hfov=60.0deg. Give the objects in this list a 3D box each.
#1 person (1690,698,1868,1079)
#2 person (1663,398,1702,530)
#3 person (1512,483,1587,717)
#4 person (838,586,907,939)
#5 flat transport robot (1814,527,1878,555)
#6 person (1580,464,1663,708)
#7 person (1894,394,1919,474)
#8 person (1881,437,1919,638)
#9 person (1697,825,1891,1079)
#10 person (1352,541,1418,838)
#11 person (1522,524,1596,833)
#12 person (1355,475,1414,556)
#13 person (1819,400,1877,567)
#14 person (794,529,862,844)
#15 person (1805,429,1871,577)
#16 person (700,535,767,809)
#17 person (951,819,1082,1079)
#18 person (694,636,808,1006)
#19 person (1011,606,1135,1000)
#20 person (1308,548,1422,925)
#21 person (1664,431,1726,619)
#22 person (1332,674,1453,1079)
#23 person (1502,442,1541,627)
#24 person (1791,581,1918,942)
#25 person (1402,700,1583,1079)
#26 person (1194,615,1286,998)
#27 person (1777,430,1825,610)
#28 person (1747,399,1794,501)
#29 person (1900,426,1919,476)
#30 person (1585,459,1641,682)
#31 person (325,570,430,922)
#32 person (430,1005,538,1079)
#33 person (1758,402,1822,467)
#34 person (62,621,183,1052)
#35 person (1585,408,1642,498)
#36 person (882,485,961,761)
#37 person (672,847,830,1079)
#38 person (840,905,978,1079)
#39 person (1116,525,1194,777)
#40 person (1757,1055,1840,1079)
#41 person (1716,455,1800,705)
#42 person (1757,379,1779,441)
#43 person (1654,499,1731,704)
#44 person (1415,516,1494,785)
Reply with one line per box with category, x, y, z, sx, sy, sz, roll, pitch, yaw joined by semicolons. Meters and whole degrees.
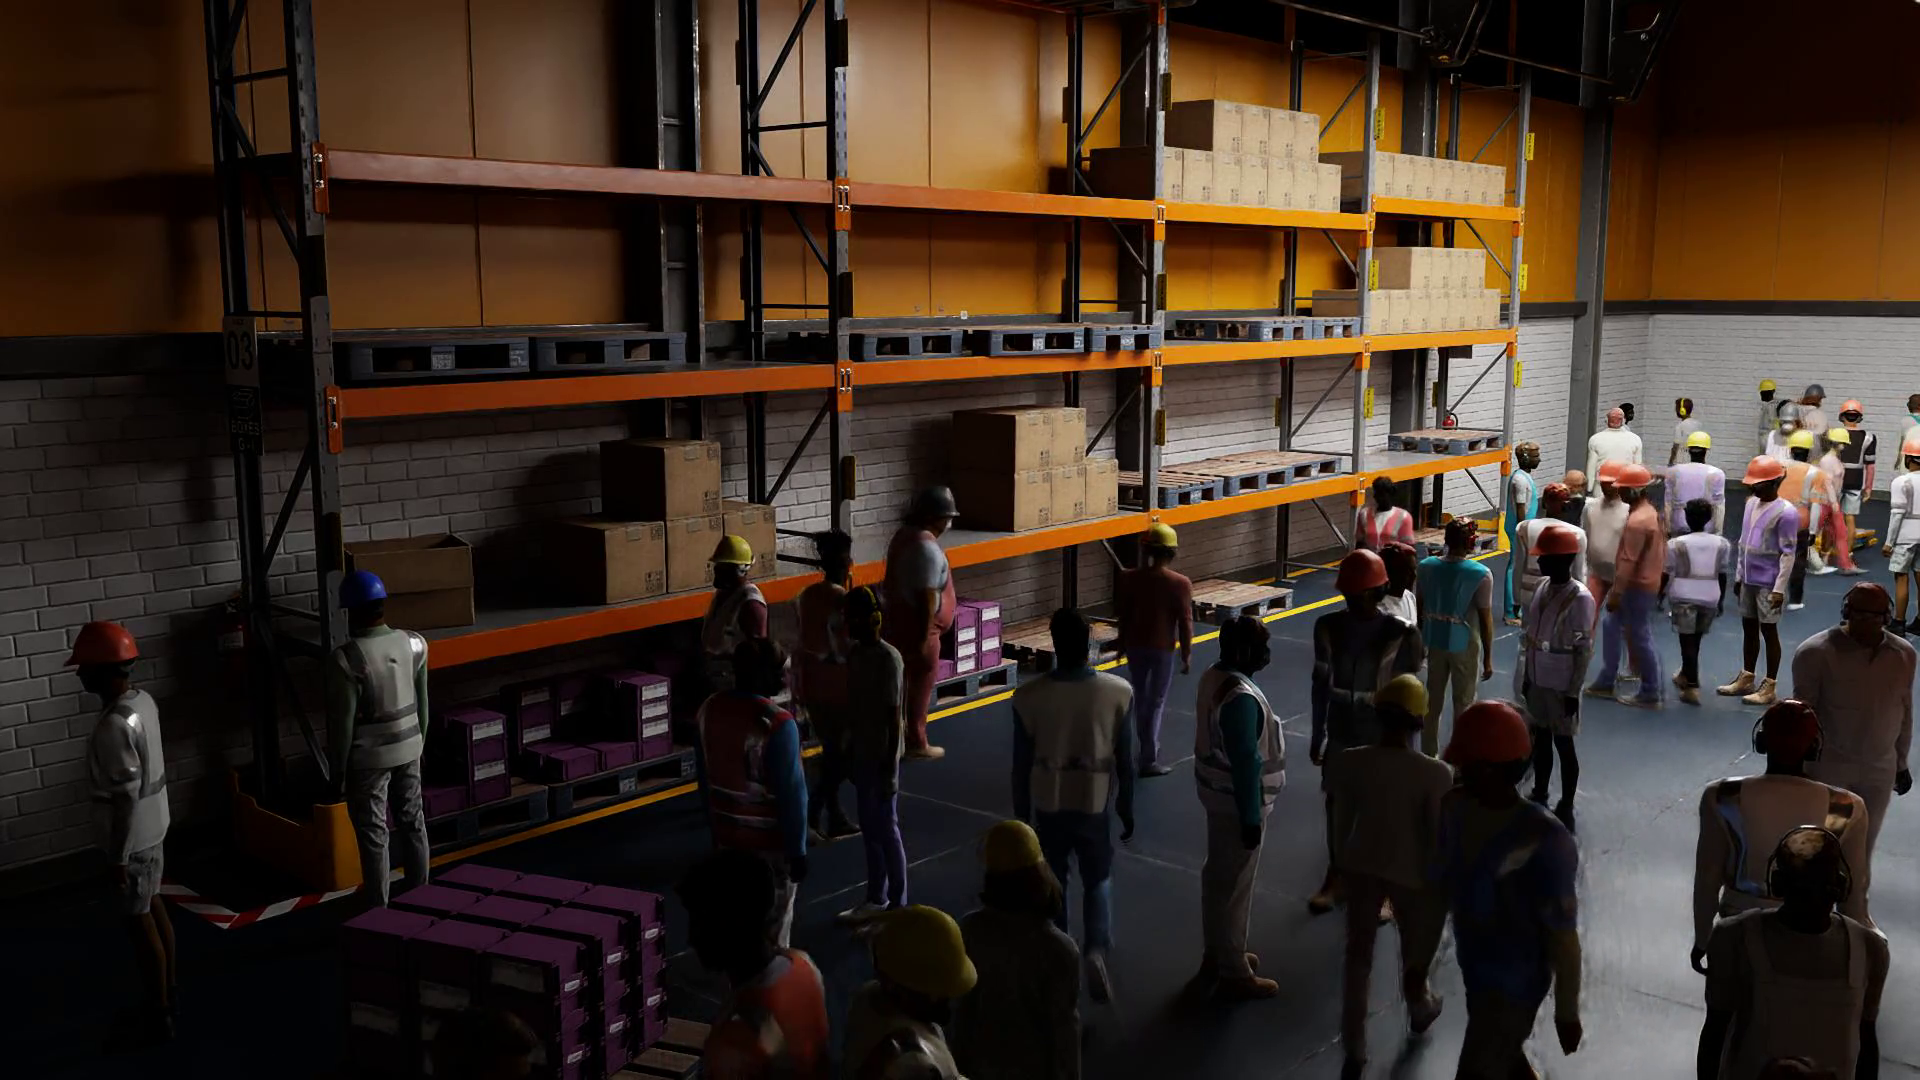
person;3.063;1.523;6.265;0.575;1.882;0.361;4;10;24
person;9.904;-1.020;22.741;0.562;1.854;0.433;-5;10;-29
person;4.581;0.490;12.966;0.583;1.877;0.366;8;12;43
person;-0.457;1.154;8.734;0.328;1.861;0.501;-6;10;-32
flat transport robot;11.181;-0.014;21.353;1.431;0.197;0.652;-8;12;-42
person;5.333;0.365;13.437;0.813;1.964;0.642;5;10;27
person;13.550;-1.154;23.653;0.520;1.843;0.330;-2;9;-11
person;9.166;-0.023;16.053;0.542;1.939;0.362;-2;9;-11
person;2.481;1.740;4.985;0.520;1.844;0.330;1;9;9
person;2.574;0.941;10.009;0.337;1.882;0.583;7;11;38
person;3.676;0.863;10.341;0.362;1.938;0.545;-3;9;-17
person;3.836;0.246;15.114;0.553;1.682;0.491;5;10;31
person;10.578;-0.664;19.909;0.617;2.030;0.409;2;9;15
person;-0.820;0.908;10.070;0.542;1.935;0.602;-8;12;-42
person;10.146;-0.421;19.320;0.532;1.726;0.821;-8;12;-43
person;-1.445;0.874;10.597;0.404;1.837;0.595;-5;10;-31
person;0.147;1.758;5.360;0.511;1.694;0.876;6;11;35
person;-0.909;1.344;7.557;0.634;1.840;0.429;8;12;40
person;0.536;1.267;7.850;0.603;1.898;0.610;0;9;-1
person;2.143;1.046;8.874;0.609;2.035;0.423;6;11;35
person;7.427;-0.138;16.838;0.587;1.926;0.366;7;11;39
person;1.906;1.434;7.315;0.556;1.731;0.845;5;10;31
person;5.604;-0.059;16.586;0.344;1.847;0.504;2;9;15
person;4.624;1.149;8.608;0.643;1.905;0.399;0;9;-1
person;1.906;1.533;5.909;0.995;1.991;0.622;-3;9;-17
person;1.353;1.267;8.049;0.429;1.843;0.633;-1;9;-4
person;8.564;-0.180;17.205;0.595;1.903;0.805;8;12;42
person;12.505;-1.320;25.346;0.887;1.649;0.543;4;10;26
person;12.242;-0.781;20.893;0.619;1.950;0.971;0;9;1
person;5.525;0.278;14.123;0.927;1.953;0.632;-6;10;-32
person;-3.037;1.119;8.691;0.397;1.939;0.602;5;10;32
person;-1.227;1.934;3.861;0.836;1.815;0.523;6;11;34
person;9.836;-0.655;19.800;0.694;2.000;0.711;7;11;38
person;-3.746;1.314;7.437;0.375;1.935;0.551;-2;9;-14
person;7.924;-0.651;20.203;0.638;1.911;0.406;2;9;13
person;-0.344;0.575;11.871;0.698;2.000;0.709;-4;10;-23
person;-0.544;1.762;4.531;0.434;1.939;0.672;3;9;19
person;-0.164;1.837;4.632;0.887;1.776;0.598;-1;9;-9
person;1.388;0.762;11.698;0.550;1.720;0.705;5;10;31
person;2.032;2.019;4.011;0.513;1.591;0.843;-2;9;-11
person;6.498;0.322;13.521;0.383;2.036;0.605;-2;9;-10
person;12.572;-1.544;25.914;0.384;1.923;0.590;4;10;23
person;6.015;0.482;13.708;0.541;1.654;0.783;0;9;-2
person;3.356;0.754;11.341;0.375;1.843;0.574;-8;12;-43
